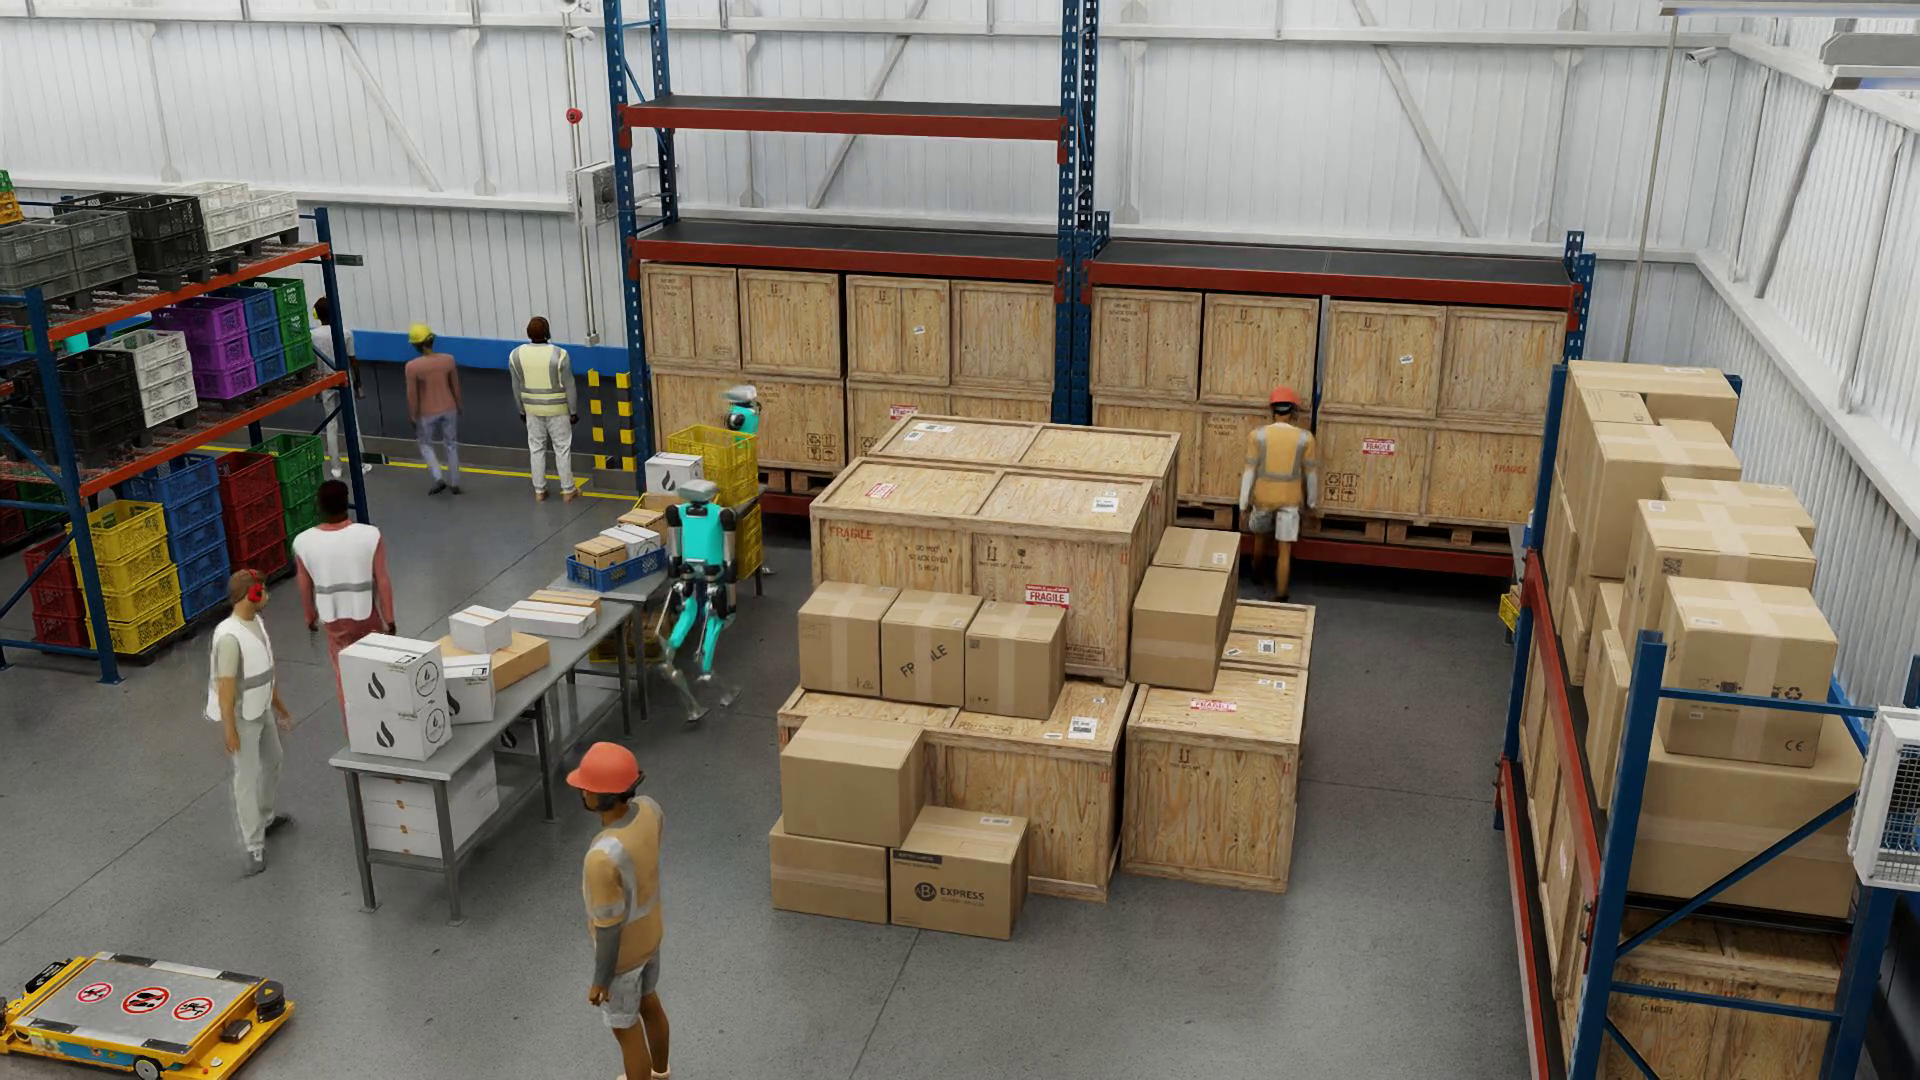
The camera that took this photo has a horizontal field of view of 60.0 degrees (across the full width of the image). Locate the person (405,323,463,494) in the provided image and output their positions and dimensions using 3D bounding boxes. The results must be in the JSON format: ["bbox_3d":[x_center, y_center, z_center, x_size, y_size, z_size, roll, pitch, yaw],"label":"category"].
[{"bbox_3d":[-5.129,-1.271,16.298,0.577,1.755,0.355,-15,26,-34],"label":"person"}]

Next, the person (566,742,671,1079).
[{"bbox_3d":[-1.565,1.854,7.707,0.362,2.048,0.610,4,21,11],"label":"person"}]

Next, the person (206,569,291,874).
[{"bbox_3d":[-4.326,1.088,10.057,0.396,1.803,0.708,-2,21,-5],"label":"person"}]

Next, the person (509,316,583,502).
[{"bbox_3d":[-4.003,-1.265,16.150,0.625,1.846,0.429,2,21,5],"label":"person"}]

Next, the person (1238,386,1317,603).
[{"bbox_3d":[2.633,-0.350,13.761,0.629,1.838,1.061,4,21,9],"label":"person"}]

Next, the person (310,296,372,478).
[{"bbox_3d":[-6.308,-1.542,16.849,0.505,1.864,0.329,-5,21,-12],"label":"person"}]

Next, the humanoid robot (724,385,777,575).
[{"bbox_3d":[-2.116,-0.490,14.339,1.020,1.769,0.535,5,22,13],"label":"humanoid robot"}]

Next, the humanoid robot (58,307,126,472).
[{"bbox_3d":[-8.718,-1.463,16.813,0.531,1.789,0.679,-19,28,-41],"label":"humanoid robot"}]

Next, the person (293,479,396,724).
[{"bbox_3d":[-4.222,0.479,11.507,0.609,1.895,0.676,-5,22,-13],"label":"person"}]

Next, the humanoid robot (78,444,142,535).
[{"bbox_3d":[-7.569,-0.624,14.685,0.599,1.657,0.315,-7,22,-17],"label":"humanoid robot"}]

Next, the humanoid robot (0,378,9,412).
[{"bbox_3d":[-9.647,-1.325,16.399,0.725,1.752,0.546,-5,21,-12],"label":"humanoid robot"}]

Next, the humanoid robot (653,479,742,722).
[{"bbox_3d":[-1.876,0.502,11.673,0.537,1.761,0.873,6,22,16],"label":"humanoid robot"}]

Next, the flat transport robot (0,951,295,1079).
[{"bbox_3d":[-4.270,2.464,8.601,1.431,0.231,0.659,5,22,13],"label":"flat transport robot"}]
